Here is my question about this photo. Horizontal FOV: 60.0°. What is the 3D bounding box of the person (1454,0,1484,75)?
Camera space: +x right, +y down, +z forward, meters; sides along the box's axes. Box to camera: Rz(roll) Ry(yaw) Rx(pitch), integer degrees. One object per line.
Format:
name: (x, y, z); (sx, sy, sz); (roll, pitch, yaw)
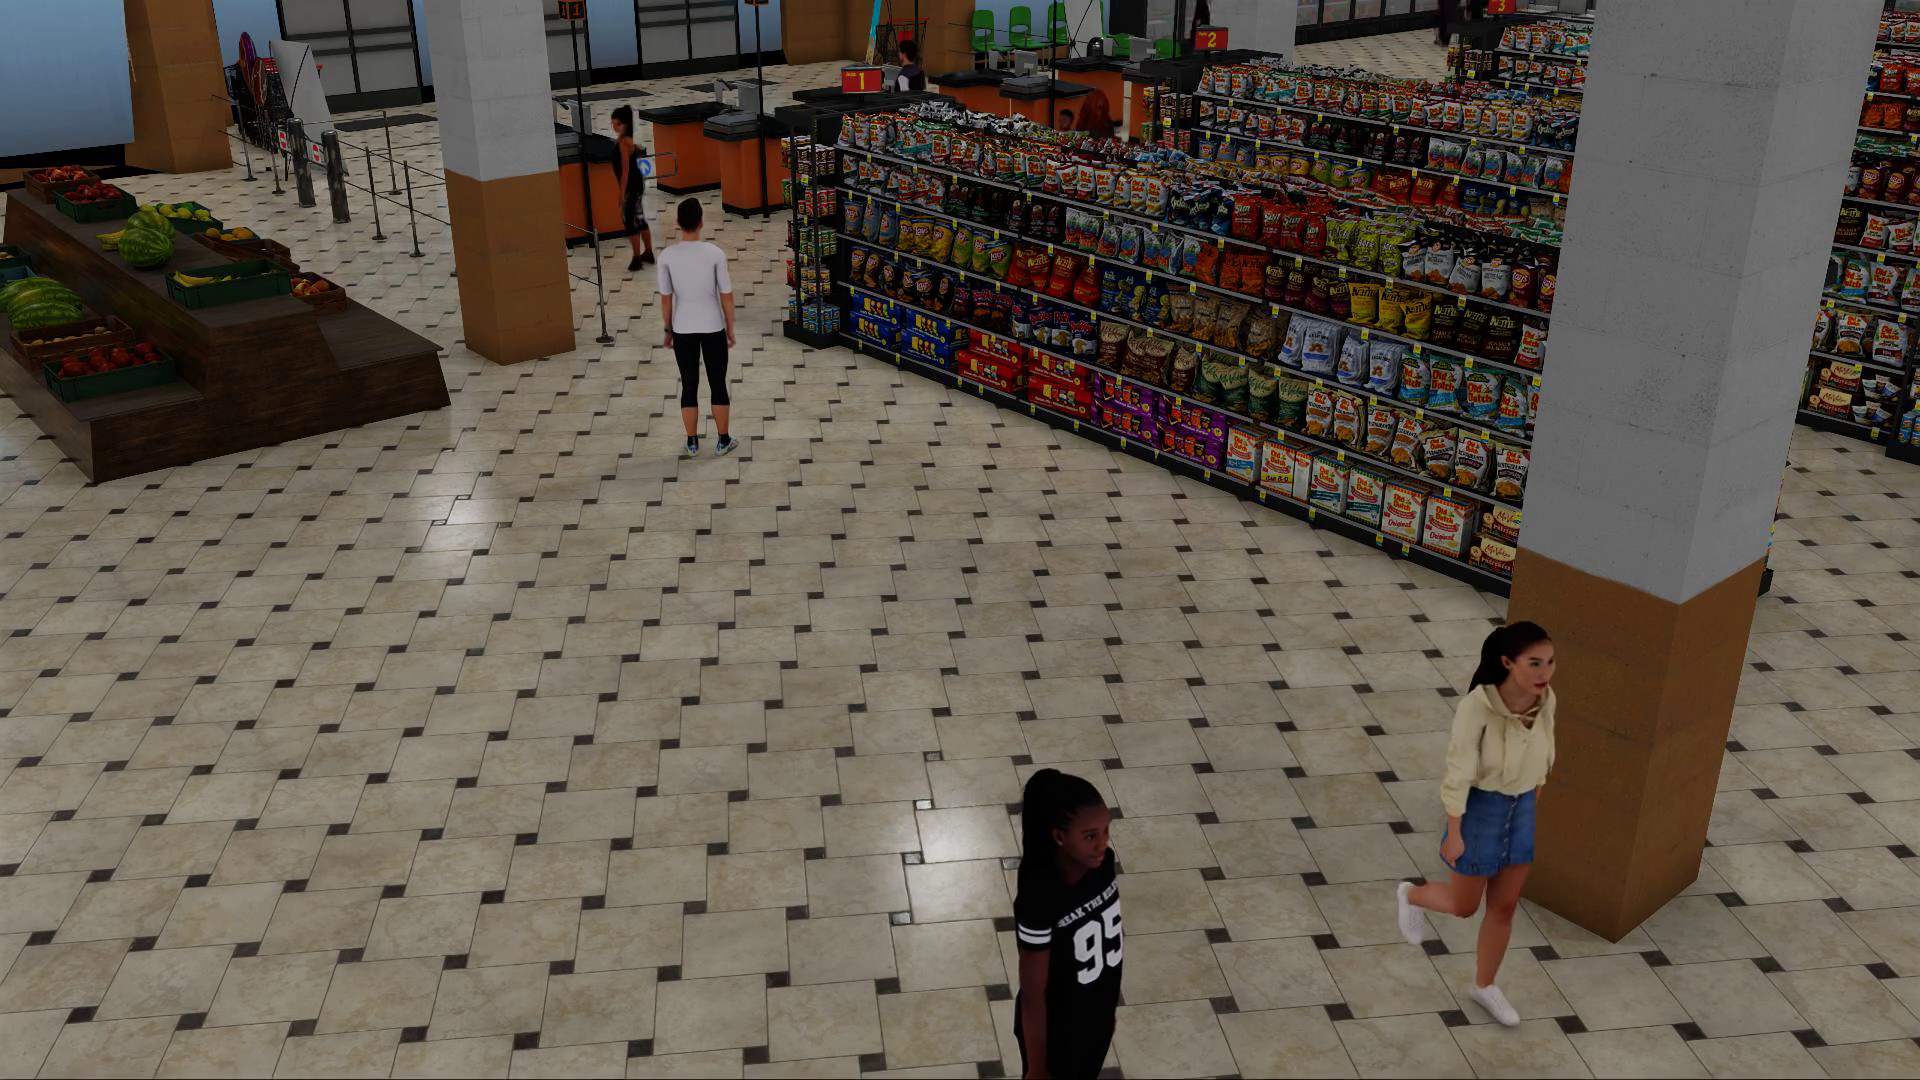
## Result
person: (8.466, -8.186, 27.255); (1.009, 1.701, 0.834); (10, 26, 22)

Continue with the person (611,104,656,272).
person: (-3.304, -3.554, 16.742); (0.834, 1.641, 0.713); (2, 24, 5)

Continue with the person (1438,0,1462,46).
person: (9.719, -10.648, 33.000); (1.155, 1.605, 0.996); (9, 25, 21)

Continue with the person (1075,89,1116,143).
person: (1.361, -3.576, 16.632); (0.863, 1.771, 1.104); (-5, 24, -11)

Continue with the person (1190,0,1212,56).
person: (4.058, -8.760, 28.605); (0.868, 1.669, 0.806); (5, 24, 11)

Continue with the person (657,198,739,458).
person: (-1.849, -1.494, 11.774); (0.755, 1.851, 0.788); (0, 24, -1)

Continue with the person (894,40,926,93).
person: (-0.594, -4.974, 19.730); (0.731, 1.848, 0.732); (10, 25, 21)

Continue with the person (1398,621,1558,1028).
person: (1.963, 1.026, 6.305); (0.799, 1.619, 0.972); (-10, 25, -21)

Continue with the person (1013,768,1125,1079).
person: (0.324, 1.486, 5.113); (0.630, 1.730, 0.668); (16, 28, 32)
